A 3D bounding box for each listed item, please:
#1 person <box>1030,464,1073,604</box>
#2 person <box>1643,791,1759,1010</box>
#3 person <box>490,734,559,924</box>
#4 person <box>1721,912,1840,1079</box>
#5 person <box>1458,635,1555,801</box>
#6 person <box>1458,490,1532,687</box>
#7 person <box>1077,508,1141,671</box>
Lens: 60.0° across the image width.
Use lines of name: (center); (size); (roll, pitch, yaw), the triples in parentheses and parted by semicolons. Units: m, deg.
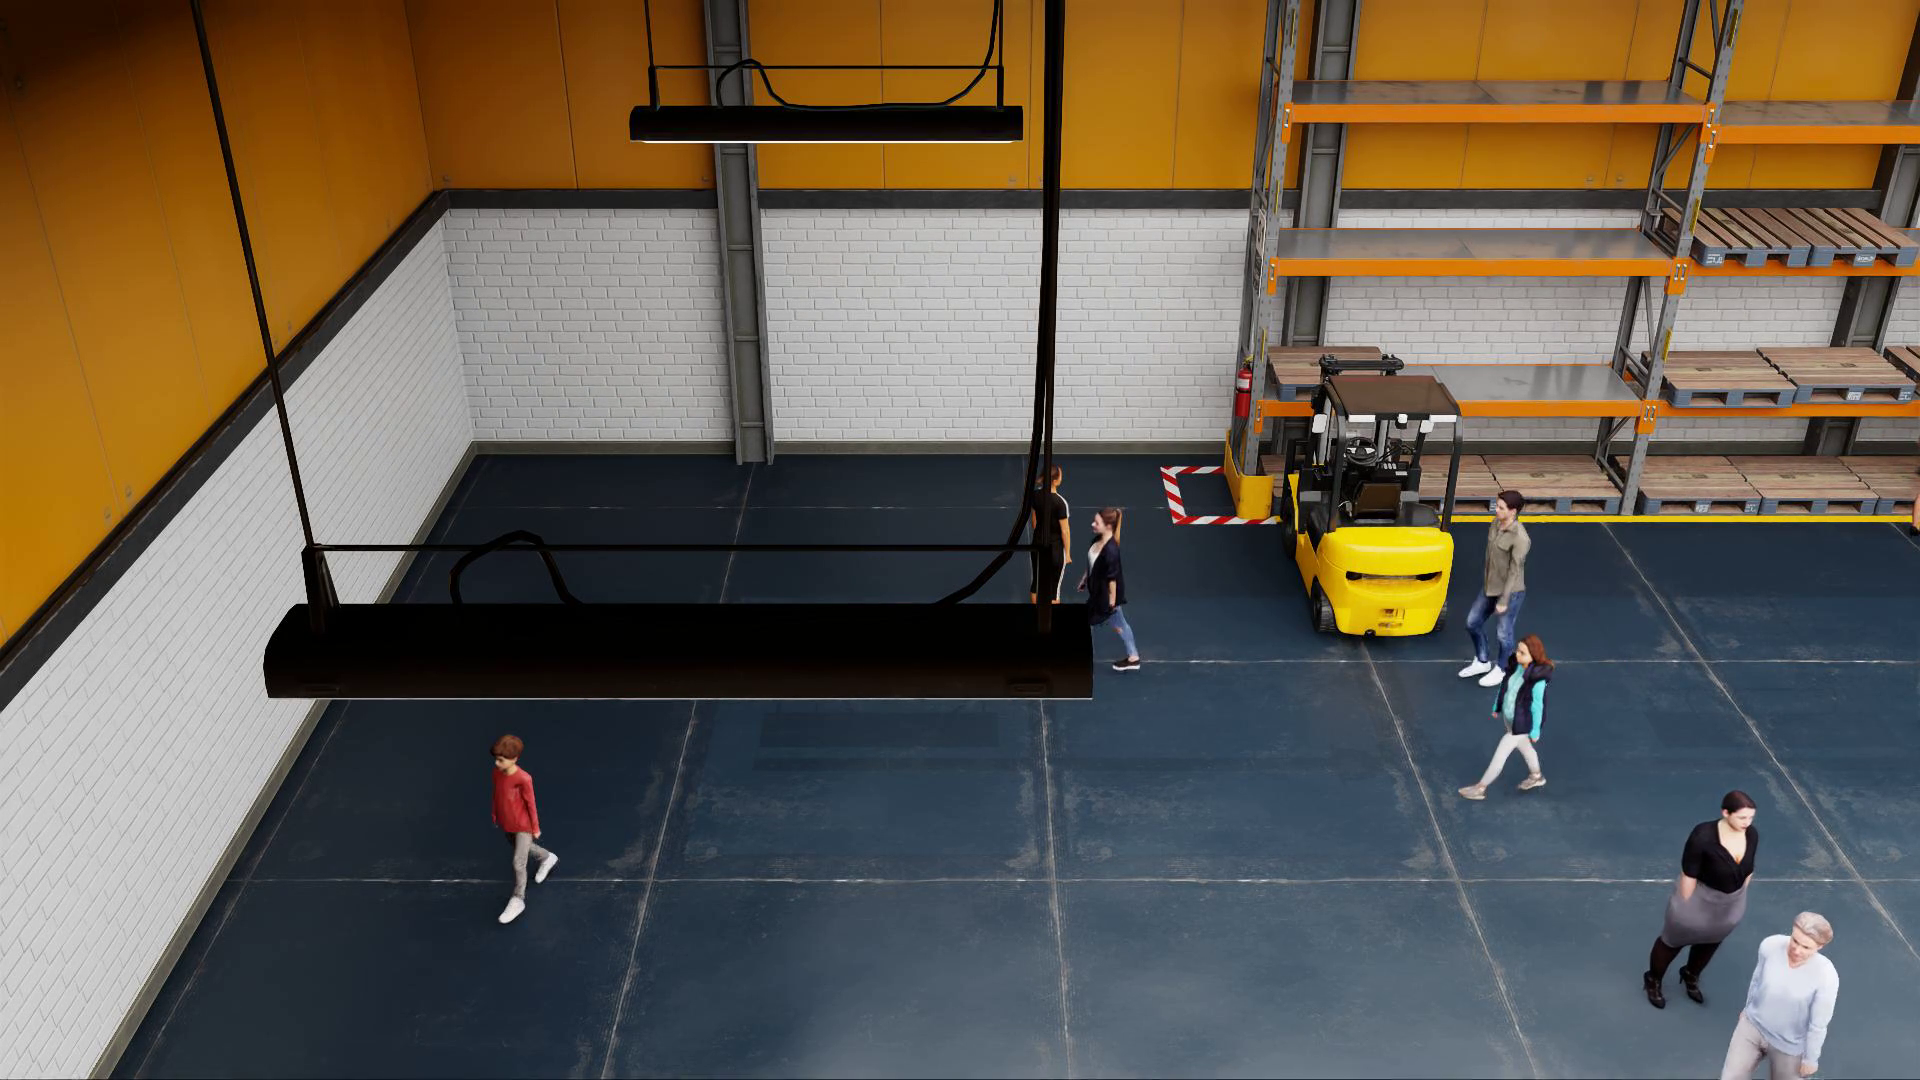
person: (0.810, 0.066, 15.127); (0.657, 1.669, 0.718); (25, 37, 38)
person: (4.873, 2.342, 10.869); (0.621, 1.753, 0.765); (-4, 29, -8)
person: (-3.128, 1.979, 11.908); (0.924, 1.394, 0.891); (18, 34, 30)
person: (4.855, 2.882, 9.768); (1.251, 1.859, 1.056); (-16, 33, -27)
person: (4.406, 1.382, 12.931); (1.032, 1.464, 0.709); (-6, 29, -10)
person: (4.746, 0.416, 14.299); (0.780, 1.848, 0.807); (-11, 31, -20)
person: (1.343, 0.477, 14.414); (1.096, 1.631, 0.657); (-2, 29, -3)
